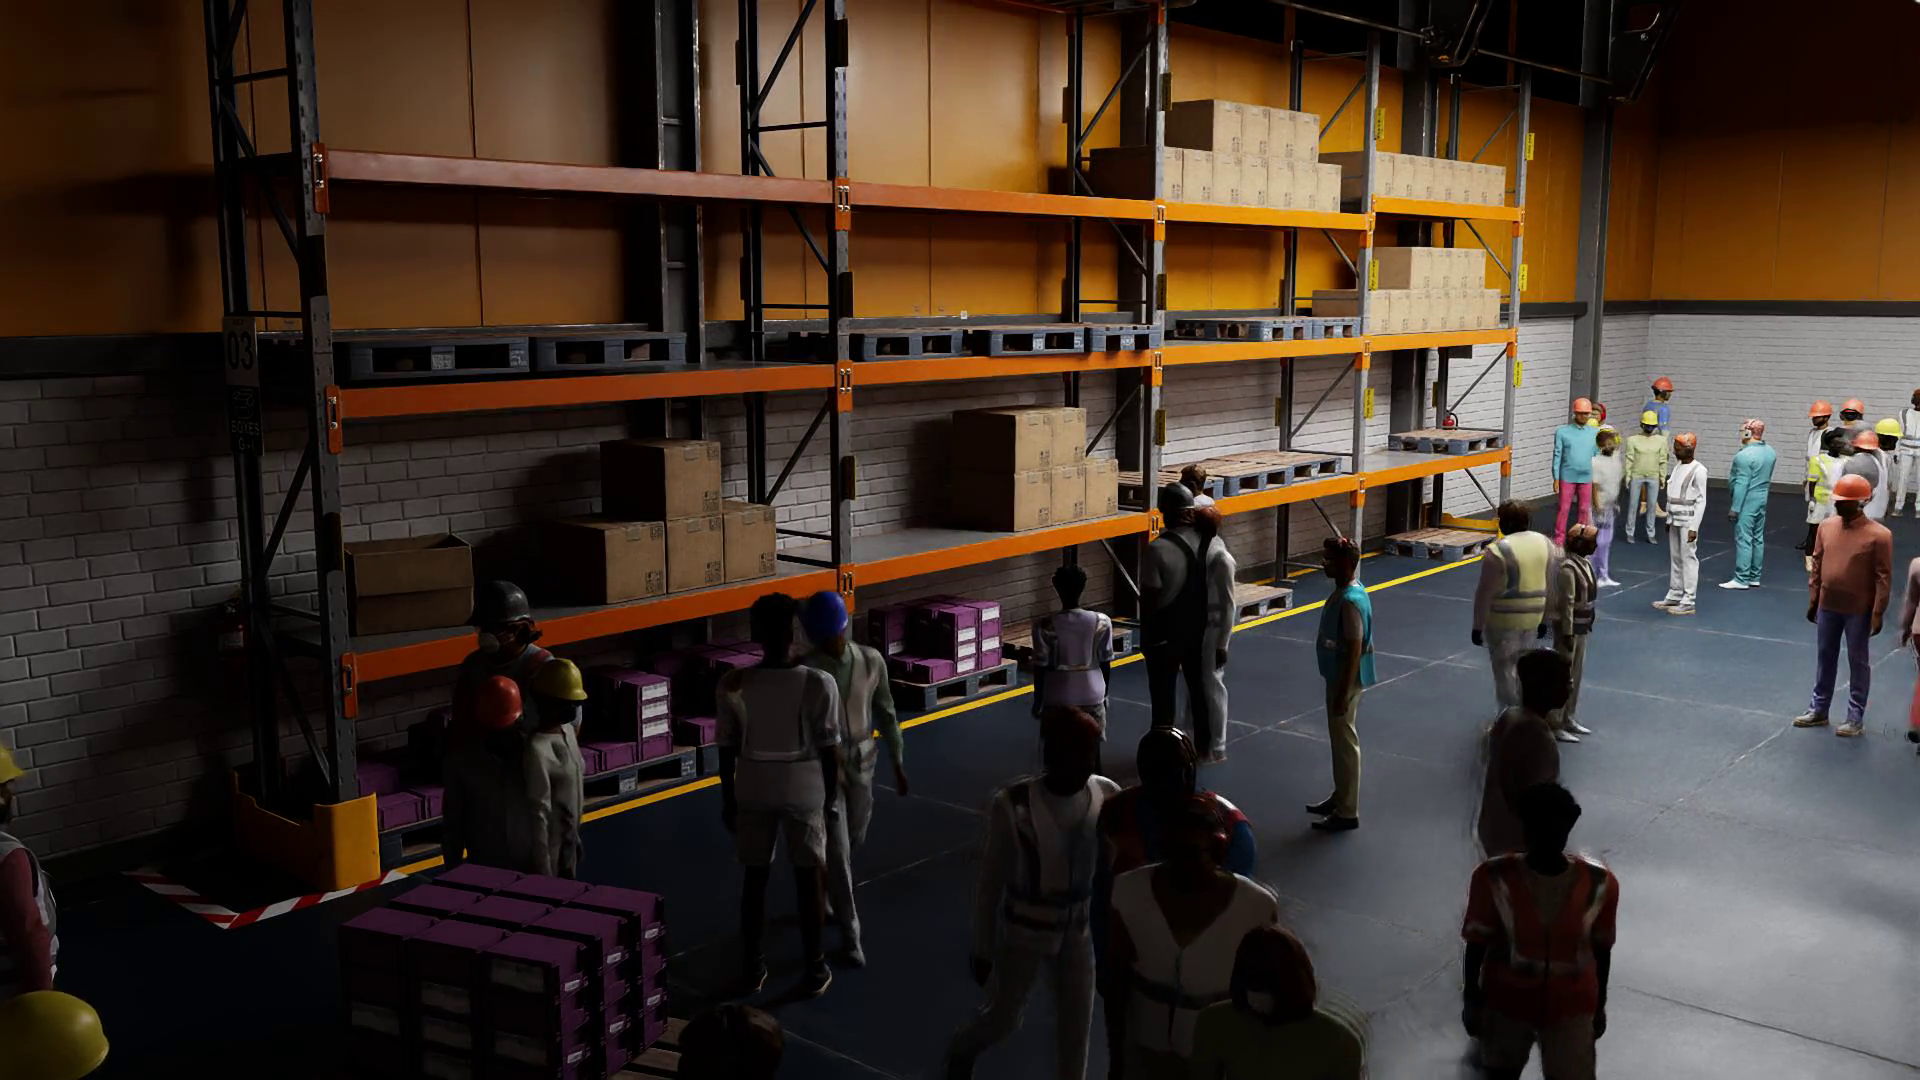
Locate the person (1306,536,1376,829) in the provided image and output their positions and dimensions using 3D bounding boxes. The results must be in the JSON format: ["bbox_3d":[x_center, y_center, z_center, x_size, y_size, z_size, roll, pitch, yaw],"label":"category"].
[{"bbox_3d":[2.412,0.891,10.453,0.379,1.844,0.570,1,9,7],"label":"person"}]

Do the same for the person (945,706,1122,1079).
[{"bbox_3d":[0.292,1.502,6.524,0.598,1.852,0.821,-4,10,-23],"label":"person"}]

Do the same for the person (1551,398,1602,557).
[{"bbox_3d":[7.676,-0.771,20.694,0.612,1.997,0.375,0,9,3],"label":"person"}]

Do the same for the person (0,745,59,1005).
[{"bbox_3d":[-3.454,1.592,5.971,0.590,1.835,0.404,4,10,24],"label":"person"}]

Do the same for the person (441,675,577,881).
[{"bbox_3d":[-1.973,1.436,7.300,0.574,1.737,0.354,-2,9,-15],"label":"person"}]

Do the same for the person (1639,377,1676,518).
[{"bbox_3d":[10.200,-1.350,24.283,0.382,2.040,0.616,-1,9,-5],"label":"person"}]

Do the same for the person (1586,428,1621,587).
[{"bbox_3d":[7.219,-0.347,18.533,0.653,1.831,0.334,-7,11,-38],"label":"person"}]

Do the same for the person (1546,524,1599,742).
[{"bbox_3d":[4.600,0.687,12.480,0.314,1.632,0.522,7,11,37],"label":"person"}]

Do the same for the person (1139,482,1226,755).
[{"bbox_3d":[1.537,0.586,11.801,0.682,2.000,0.535,-4,10,-25],"label":"person"}]

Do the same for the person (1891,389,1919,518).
[{"bbox_3d":[13.895,-1.256,24.184,0.572,1.883,0.358,7,11,38],"label":"person"}]

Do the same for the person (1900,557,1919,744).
[{"bbox_3d":[7.125,0.690,12.048,0.420,1.754,0.541,-4,10,-24],"label":"person"}]

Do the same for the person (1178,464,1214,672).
[{"bbox_3d":[2.085,0.250,14.643,0.350,1.837,0.503,5,10,29],"label":"person"}]

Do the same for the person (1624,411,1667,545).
[{"bbox_3d":[8.949,-0.811,21.715,0.525,1.760,0.340,1,9,9],"label":"person"}]

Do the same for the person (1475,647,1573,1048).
[{"bbox_3d":[2.507,1.374,7.390,0.389,1.826,0.547,0,9,0],"label":"person"}]

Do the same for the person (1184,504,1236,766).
[{"bbox_3d":[1.723,0.668,11.793,0.375,1.881,0.582,-3,9,-20],"label":"person"}]

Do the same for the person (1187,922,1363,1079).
[{"bbox_3d":[0.856,1.894,4.753,0.537,1.602,0.750,5,10,29],"label":"person"}]

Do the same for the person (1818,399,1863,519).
[{"bbox_3d":[10.673,-0.690,20.067,0.612,2.032,0.411,5,10,29],"label":"person"}]

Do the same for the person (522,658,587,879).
[{"bbox_3d":[-1.806,1.394,7.477,0.329,1.765,0.526,0,9,3],"label":"person"}]

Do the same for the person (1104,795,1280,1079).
[{"bbox_3d":[0.771,1.686,5.537,0.557,1.789,0.991,3,9,20],"label":"person"}]

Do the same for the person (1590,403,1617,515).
[{"bbox_3d":[8.415,-0.888,21.962,0.386,1.837,0.563,-3,9,-20],"label":"person"}]

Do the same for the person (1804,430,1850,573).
[{"bbox_3d":[10.239,-0.454,19.606,0.533,1.697,0.322,0,9,-2],"label":"person"}]

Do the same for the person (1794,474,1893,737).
[{"bbox_3d":[6.700,0.489,12.590,0.392,1.990,0.612,-5,10,-27],"label":"person"}]

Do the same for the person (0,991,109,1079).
[{"bbox_3d":[-1.930,1.903,3.679,0.594,1.922,0.374,4,10,24],"label":"person"}]

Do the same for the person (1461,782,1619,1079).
[{"bbox_3d":[2.111,1.656,6.125,0.539,1.667,0.814,2,9,13],"label":"person"}]

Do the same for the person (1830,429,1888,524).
[{"bbox_3d":[9.291,-0.180,17.184,0.554,1.904,0.865,2,9,14],"label":"person"}]

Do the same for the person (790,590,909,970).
[{"bbox_3d":[-0.645,1.154,8.552,0.658,1.899,0.856,-5,10,-29],"label":"person"}]

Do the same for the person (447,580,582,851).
[{"bbox_3d":[-2.158,1.194,7.876,0.676,2.000,0.536,4,10,26],"label":"person"}]

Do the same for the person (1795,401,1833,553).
[{"bbox_3d":[10.883,-0.800,21.104,0.388,1.930,0.544,-1,9,-7],"label":"person"}]

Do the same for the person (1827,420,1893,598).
[{"bbox_3d":[9.448,-0.270,17.321,0.782,2.000,0.781,-7,11,-36],"label":"person"}]

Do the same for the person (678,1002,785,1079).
[{"bbox_3d":[-0.468,1.930,3.810,0.338,1.838,0.504,-2,9,-11],"label":"person"}]

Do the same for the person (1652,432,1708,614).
[{"bbox_3d":[7.478,-0.176,17.207,0.355,1.887,0.574,-1,9,-4],"label":"person"}]

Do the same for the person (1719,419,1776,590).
[{"bbox_3d":[8.781,-0.396,18.561,0.642,1.909,0.410,-7,11,-37],"label":"person"}]

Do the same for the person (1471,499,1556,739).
[{"bbox_3d":[4.065,0.601,12.369,0.648,1.828,0.513,-4,10,-25],"label":"person"}]

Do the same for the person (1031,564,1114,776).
[{"bbox_3d":[0.692,0.991,10.306,0.529,1.692,0.321,-2,9,-11],"label":"person"}]

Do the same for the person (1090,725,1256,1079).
[{"bbox_3d":[0.757,1.573,6.119,0.619,1.836,0.431,5,10,28],"label":"person"}]

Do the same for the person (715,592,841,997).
[{"bbox_3d":[-0.869,1.221,7.998,0.603,1.955,0.375,1,9,4],"label":"person"}]
